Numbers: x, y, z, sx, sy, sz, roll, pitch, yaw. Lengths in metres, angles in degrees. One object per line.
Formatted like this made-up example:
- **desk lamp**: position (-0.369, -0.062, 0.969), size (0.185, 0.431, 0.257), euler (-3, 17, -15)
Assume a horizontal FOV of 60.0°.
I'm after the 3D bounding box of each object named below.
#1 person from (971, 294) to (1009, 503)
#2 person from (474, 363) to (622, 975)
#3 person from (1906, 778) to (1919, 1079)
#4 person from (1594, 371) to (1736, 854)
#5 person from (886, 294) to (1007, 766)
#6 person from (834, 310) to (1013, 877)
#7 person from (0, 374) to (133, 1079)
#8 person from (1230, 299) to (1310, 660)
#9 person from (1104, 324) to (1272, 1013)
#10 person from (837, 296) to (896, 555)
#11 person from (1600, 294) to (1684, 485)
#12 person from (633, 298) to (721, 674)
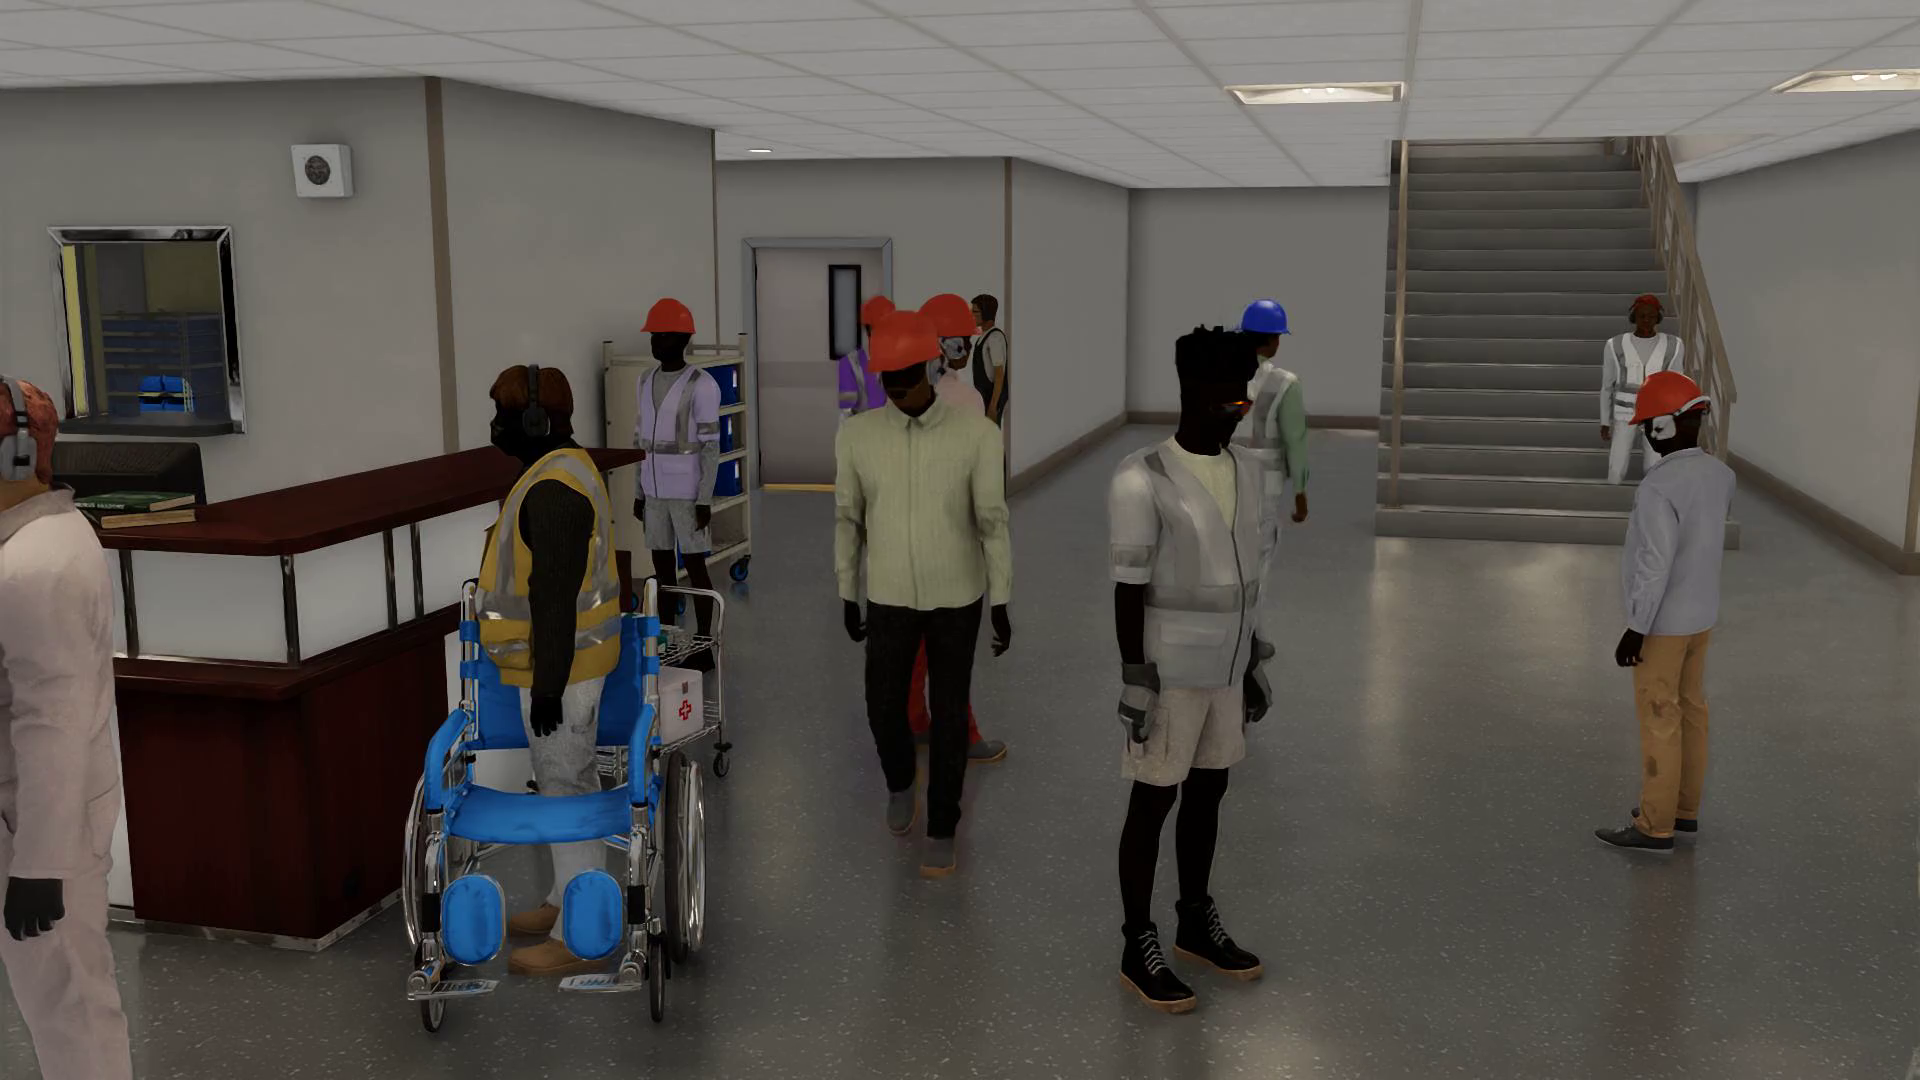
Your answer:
- **person**: position (0.242, -1.164, 14.140), size (0.327, 1.842, 0.514), euler (-2, 10, -9)
- **person**: position (-1.248, 0.384, 5.077), size (0.430, 1.837, 0.628), euler (-2, 10, -14)
- **person**: position (2.042, 0.708, 3.155), size (0.404, 1.833, 0.590), euler (1, 10, 4)
- **person**: position (2.551, 0.261, 6.046), size (0.563, 1.741, 0.339), euler (-9, 13, -42)
- **person**: position (-0.070, -0.041, 7.081), size (0.384, 1.996, 0.610), euler (-8, 12, -39)
- **person**: position (-0.130, 0.186, 5.808), size (0.629, 1.972, 0.491), euler (1, 10, 4)
- **person**: position (-2.006, 0.597, 3.574), size (0.409, 1.913, 0.651), euler (-5, 11, -29)
- **person**: position (1.575, -0.307, 8.843), size (0.464, 1.926, 0.639), euler (-9, 13, -43)
- **person**: position (0.681, 0.360, 4.831), size (0.603, 1.959, 0.375), euler (-9, 13, -41)
- **person**: position (-0.486, -0.590, 10.606), size (0.562, 1.891, 0.936), euler (-3, 10, -16)
- **person**: position (5.170, -0.924, 12.658), size (0.576, 1.876, 0.363), euler (3, 10, 17)
- **person**: position (-1.477, -0.265, 8.563), size (0.545, 1.942, 0.349), euler (6, 11, 33)
